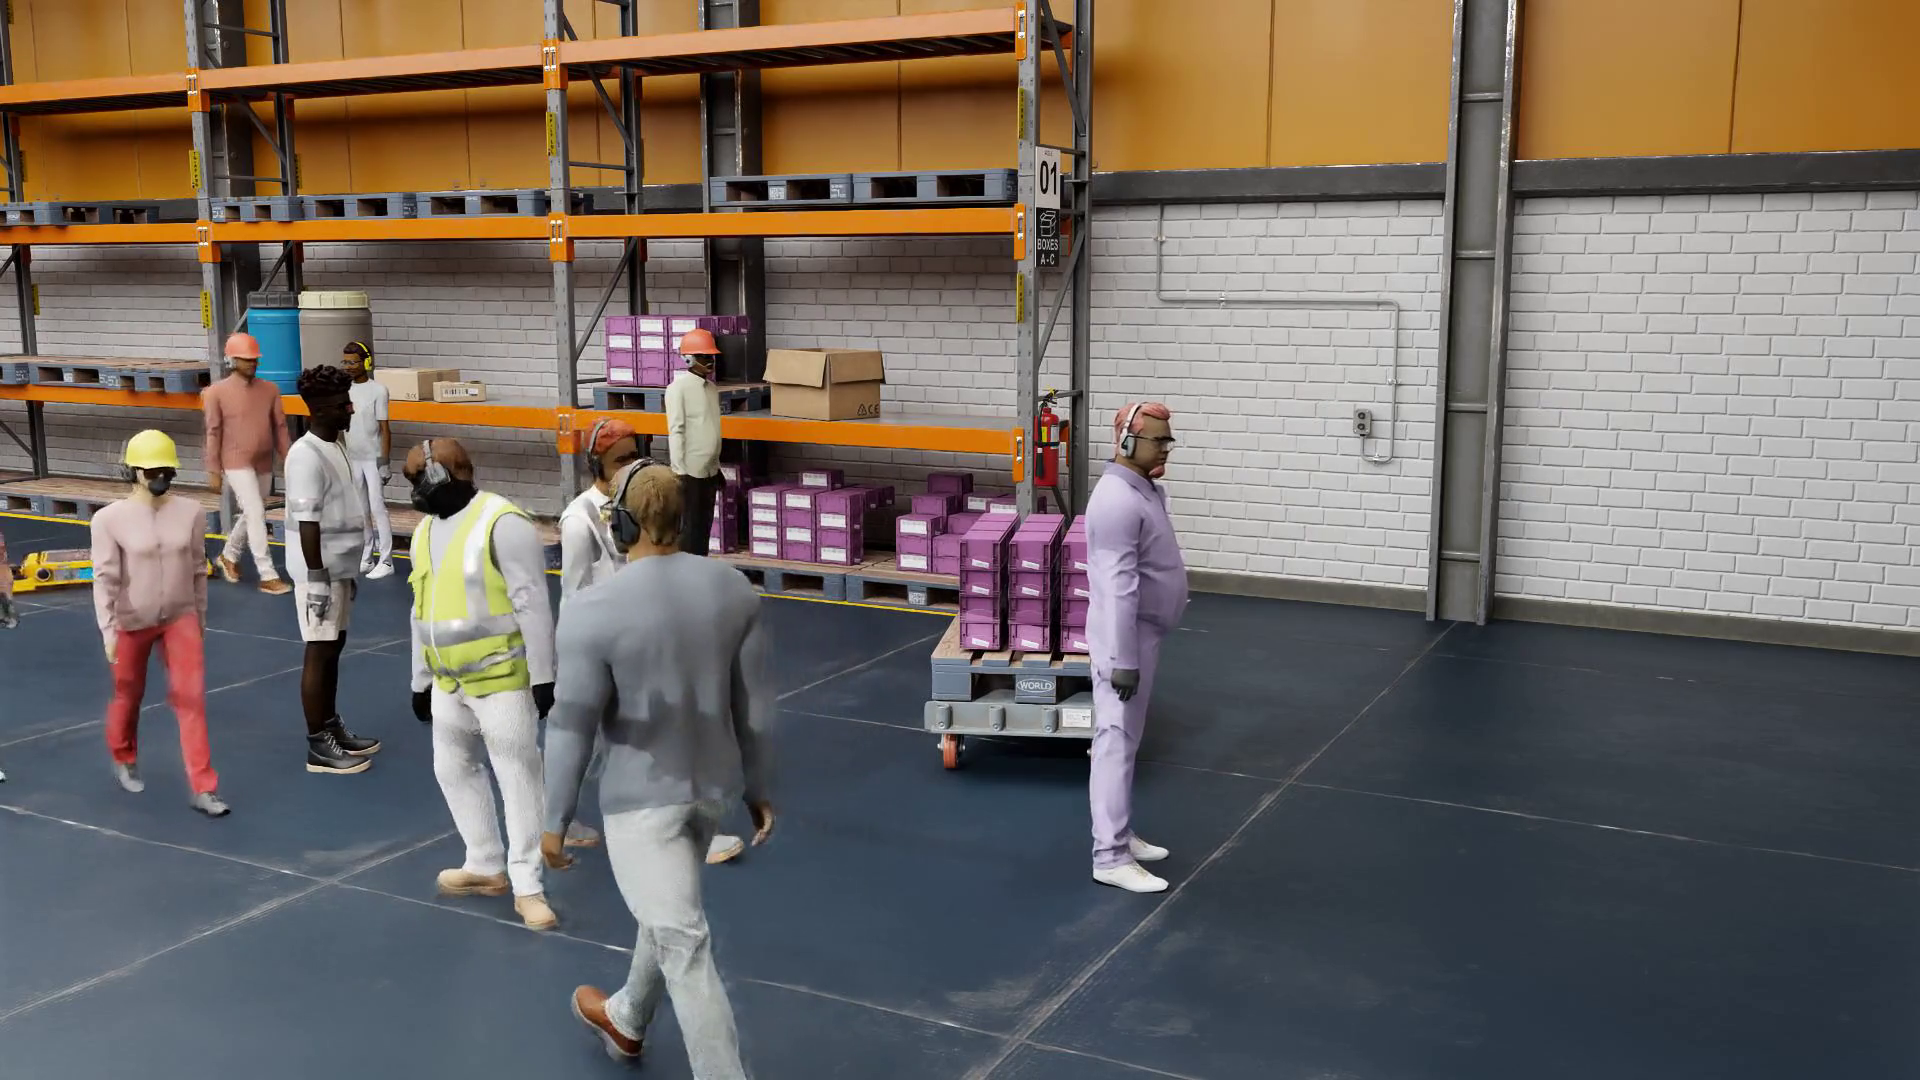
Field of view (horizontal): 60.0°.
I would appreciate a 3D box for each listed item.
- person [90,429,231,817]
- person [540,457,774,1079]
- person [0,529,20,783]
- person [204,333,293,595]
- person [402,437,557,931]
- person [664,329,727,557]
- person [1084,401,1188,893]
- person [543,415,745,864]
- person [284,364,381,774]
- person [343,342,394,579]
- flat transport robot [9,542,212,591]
[{"bbox_3d":[-3.626,0.353,7.480,0.939,1.717,0.532,9,13,43],"label":"person"},{"bbox_3d":[-0.884,0.713,4.685,1.012,1.889,0.648,8,12,41],"label":"person"},{"bbox_3d":[-4.871,0.327,7.975,0.827,1.601,0.502,5,10,28],"label":"person"},{"bbox_3d":[-5.412,-0.597,12.597,0.978,1.960,0.619,6,11,32],"label":"person"},{"bbox_3d":[-1.760,0.525,6.162,0.722,1.806,0.433,6,11,33],"label":"person"},{"bbox_3d":[-1.873,-0.509,11.922,0.378,1.996,0.610,3,10,20],"label":"person"},{"bbox_3d":[0.694,0.406,6.568,0.399,1.905,0.642,2,9,10],"label":"person"},{"bbox_3d":[-1.381,0.404,6.791,0.971,1.837,0.582,1,9,8],"label":"person"},{"bbox_3d":[-3.059,0.132,8.062,0.371,1.966,0.608,-1,9,-8],"label":"person"},{"bbox_3d":[-4.679,-0.623,13.062,0.509,1.860,0.333,5,10,28],"label":"person"},{"bbox_3d":[-6.610,0.192,12.906,1.431,0.197,0.652,-5,10,-27],"label":"flat transport robot"}]
